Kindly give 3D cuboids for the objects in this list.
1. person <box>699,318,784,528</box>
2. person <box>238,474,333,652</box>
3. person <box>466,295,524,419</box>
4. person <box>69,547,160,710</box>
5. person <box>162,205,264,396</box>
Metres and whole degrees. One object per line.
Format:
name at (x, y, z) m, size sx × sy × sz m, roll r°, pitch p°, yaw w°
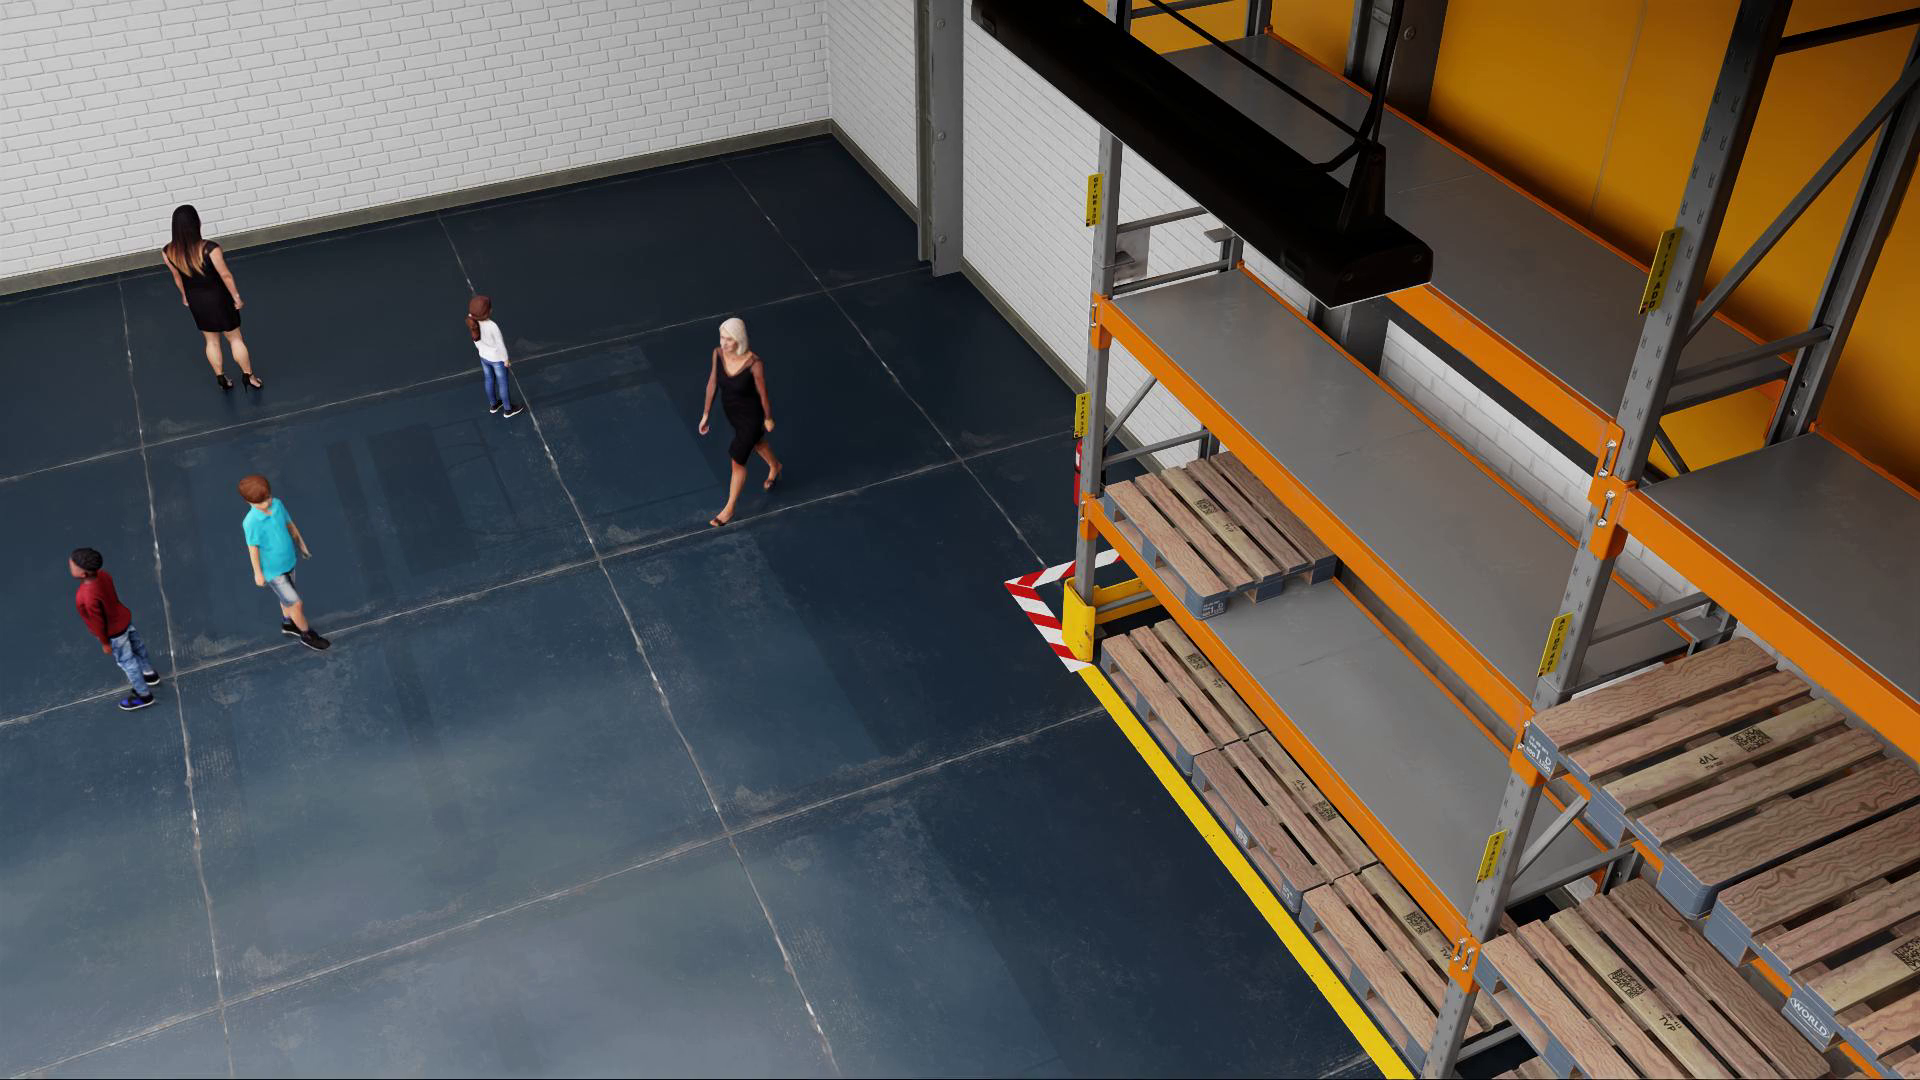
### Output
person at (-1.568, -0.967, 12.530) m, size 1.128 × 1.680 × 0.983 m, roll 26°, pitch 46°, yaw 29°
person at (-4.732, 0.122, 11.365) m, size 0.807 × 1.431 × 0.750 m, roll 11°, pitch 40°, yaw 13°
person at (-3.854, -1.531, 13.692) m, size 0.529 × 1.111 × 0.597 m, roll 19°, pitch 42°, yaw 22°
person at (-5.578, 0.553, 10.969) m, size 0.608 × 1.253 × 0.497 m, roll -6°, pitch 39°, yaw -7°
person at (-6.190, -1.969, 13.754) m, size 0.739 × 1.718 × 0.744 m, roll 0°, pitch 39°, yaw 0°
